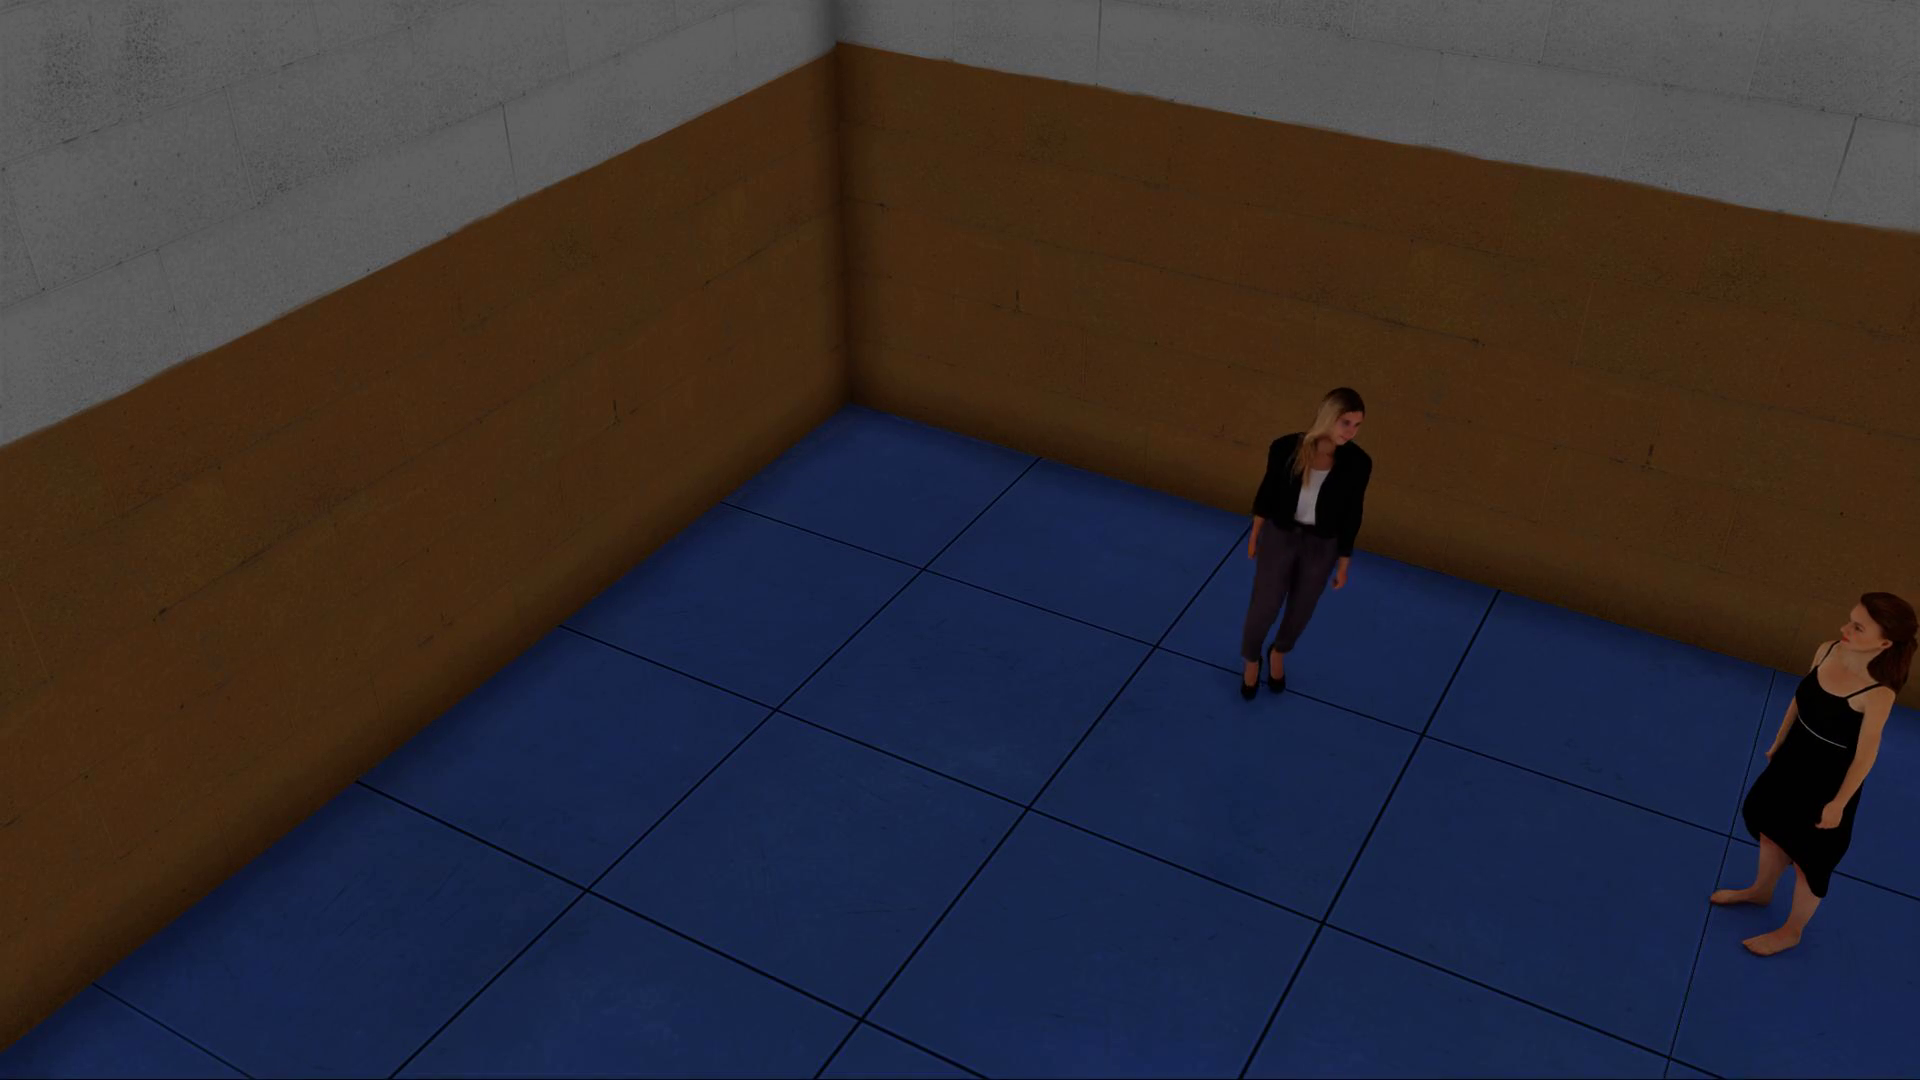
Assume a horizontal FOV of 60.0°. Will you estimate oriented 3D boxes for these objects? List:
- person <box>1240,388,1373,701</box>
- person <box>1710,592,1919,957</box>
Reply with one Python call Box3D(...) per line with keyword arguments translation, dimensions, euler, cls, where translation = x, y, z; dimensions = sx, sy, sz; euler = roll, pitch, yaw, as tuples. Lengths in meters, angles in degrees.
Box3D(translation=(1.496, 0.026, 7.434), dimensions=(0.721, 1.643, 0.726), euler=(13, 36, 19), cls="person")
Box3D(translation=(3.201, 0.871, 6.180), dimensions=(0.740, 1.624, 0.664), euler=(-4, 34, -6), cls="person")
